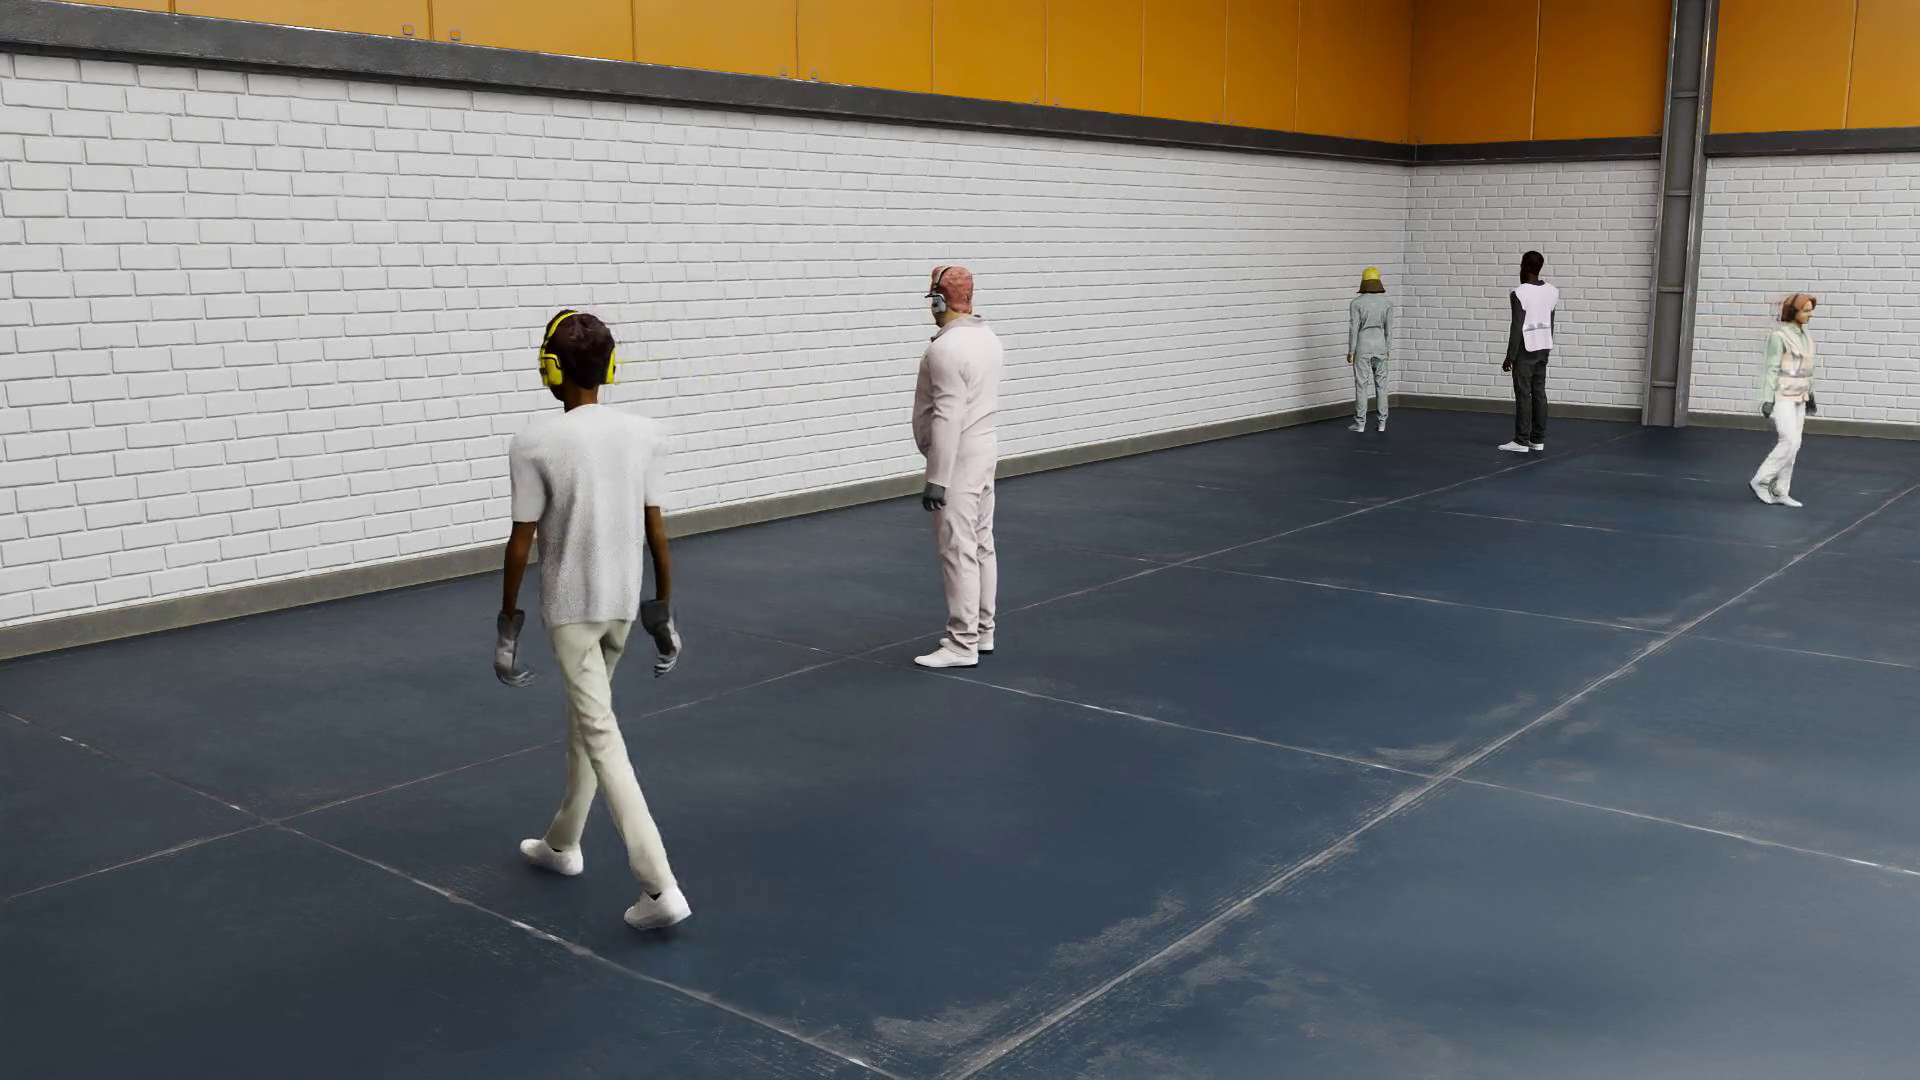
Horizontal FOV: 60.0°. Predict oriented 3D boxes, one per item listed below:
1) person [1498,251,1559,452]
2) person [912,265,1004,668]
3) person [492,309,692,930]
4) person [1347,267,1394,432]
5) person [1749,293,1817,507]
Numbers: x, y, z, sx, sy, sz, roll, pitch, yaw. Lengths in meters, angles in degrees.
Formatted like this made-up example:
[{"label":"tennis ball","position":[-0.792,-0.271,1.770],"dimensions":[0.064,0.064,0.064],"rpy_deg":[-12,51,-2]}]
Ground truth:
[{"label":"person","position":[5.465,-1.802,15.956],"dimensions":[0.587,1.918,0.391],"rpy_deg":[-7,12,-32]},{"label":"person","position":[-0.031,-0.343,7.913],"dimensions":[0.399,1.905,0.643],"rpy_deg":[4,11,21]},{"label":"person","position":[-1.104,0.228,4.981],"dimensions":[0.959,1.830,0.536],"rpy_deg":[9,14,42]},{"label":"person","position":[4.337,-2.014,17.633],"dimensions":[0.483,1.738,0.313],"rpy_deg":[-1,10,-7]},{"label":"person","position":[6.292,-1.047,12.585],"dimensions":[0.520,1.629,0.367],"rpy_deg":[-8,13,-38]}]
